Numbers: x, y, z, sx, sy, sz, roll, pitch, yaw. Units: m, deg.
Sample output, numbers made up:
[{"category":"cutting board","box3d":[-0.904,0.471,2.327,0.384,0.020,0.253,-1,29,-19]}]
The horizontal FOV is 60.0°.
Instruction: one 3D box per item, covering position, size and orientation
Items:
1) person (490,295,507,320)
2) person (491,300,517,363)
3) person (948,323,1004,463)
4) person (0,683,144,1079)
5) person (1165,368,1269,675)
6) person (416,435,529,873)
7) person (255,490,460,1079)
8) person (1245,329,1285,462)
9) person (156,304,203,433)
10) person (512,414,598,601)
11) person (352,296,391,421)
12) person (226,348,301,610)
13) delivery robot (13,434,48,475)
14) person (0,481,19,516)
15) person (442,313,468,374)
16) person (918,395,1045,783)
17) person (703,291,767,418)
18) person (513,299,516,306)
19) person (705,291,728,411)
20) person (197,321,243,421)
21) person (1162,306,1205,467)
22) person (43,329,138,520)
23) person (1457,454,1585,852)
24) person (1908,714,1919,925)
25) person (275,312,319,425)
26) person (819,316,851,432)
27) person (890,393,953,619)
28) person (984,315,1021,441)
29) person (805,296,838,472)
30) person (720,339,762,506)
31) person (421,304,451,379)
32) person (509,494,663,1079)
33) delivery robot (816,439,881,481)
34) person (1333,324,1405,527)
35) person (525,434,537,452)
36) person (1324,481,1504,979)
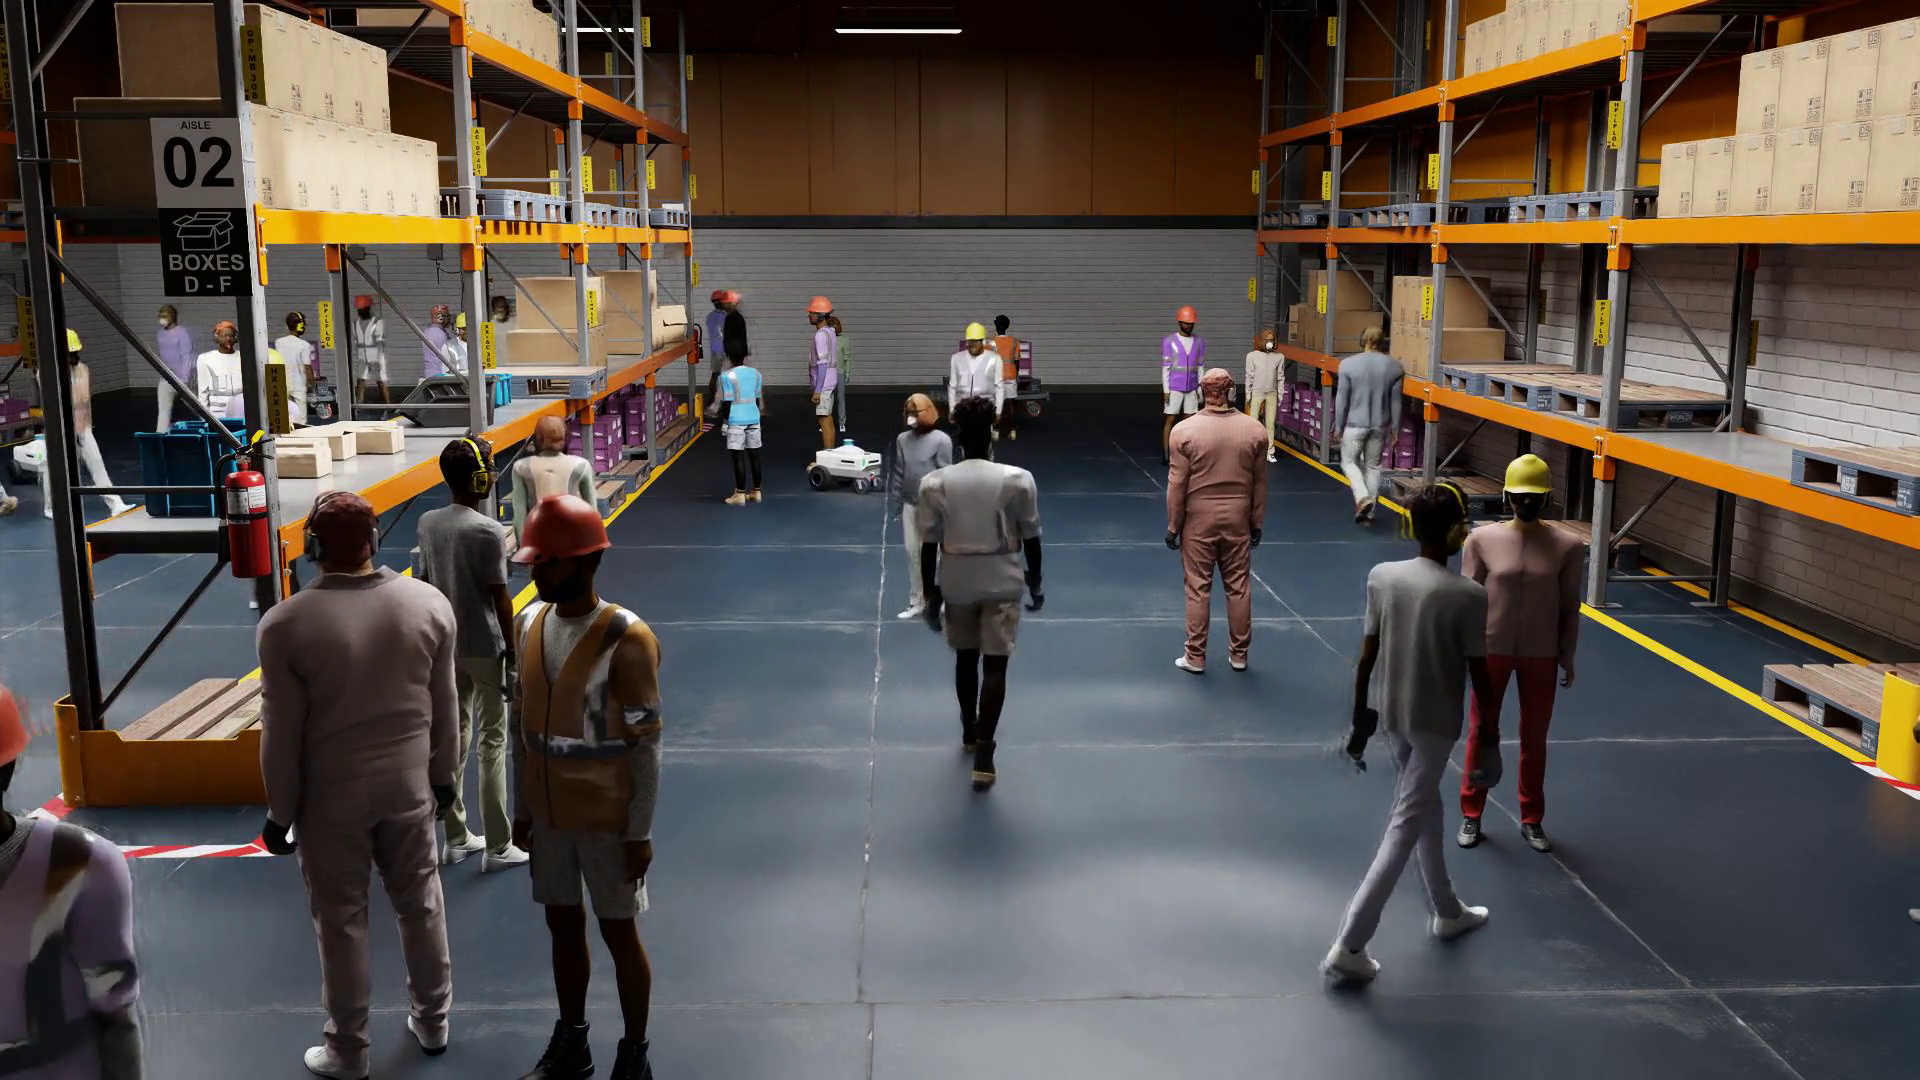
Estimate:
[{"category":"person","box3d":[-7.191,-2.902,26.067,0.430,1.845,0.621,-3,11,-16]},{"category":"person","box3d":[-6.353,-2.391,23.129,0.682,1.882,1.022,0,10,1]},{"category":"person","box3d":[0.164,-1.445,18.035,0.598,1.819,0.419,2,10,13]},{"category":"person","box3d":[-1.899,1.145,3.354,0.546,1.912,0.785,-1,10,-6]},{"category":"person","box3d":[1.581,-0.113,10.365,0.644,1.903,0.399,-2,10,-9]},{"category":"person","box3d":[-2.066,0.487,7.109,0.532,1.871,0.321,6,12,28]},{"category":"person","box3d":[-1.929,0.786,5.350,0.652,1.904,0.405,-10,14,-43]},{"category":"person","box3d":[3.707,-1.748,20.247,0.496,1.629,0.277,-1,10,-7]},{"category":"person","box3d":[-10.088,-2.098,21.498,0.643,1.886,1.075,5,11,27]},{"category":"person","box3d":[-2.559,0.003,10.560,0.530,1.599,0.848,-2,10,-12]},{"category":"person","box3d":[-8.767,-2.658,24.587,0.555,1.873,1.022,2,10,12]},{"category":"person","box3d":[-5.008,-0.433,12.108,0.587,1.919,0.386,2,10,12]},{"category":"delivery robot","box3d":[-10.150,-0.925,18.375,0.707,0.478,0.477,8,13,38]},{"category":"person","box3d":[-9.463,-1.055,15.897,0.633,1.785,0.973,0,10,0]},{"category":"person","box3d":[-5.942,-1.829,20.113,0.601,1.830,0.404,-6,12,-29]},{"category":"person","box3d":[0.106,0.224,8.429,0.613,1.927,0.933,3,10,14]},{"category":"person","box3d":[-3.447,-2.821,25.371,1.072,1.936,0.638,-6,12,-30]},{"category":"person","box3d":[-6.237,-2.570,23.899,0.942,1.948,0.613,-9,14,-42]},{"category":"person","box3d":[-3.783,-2.982,26.391,0.376,1.896,0.664,-9,14,-42]},{"category":"person","box3d":[-7.368,-1.260,16.803,0.575,1.885,0.355,-7,13,-36]},{"category":"person","box3d":[2.675,-1.827,19.859,0.547,1.927,0.410,-3,11,-16]},{"category":"person","box3d":[-8.431,-1.082,15.874,1.046,1.853,0.594,3,11,16]},{"category":"person","box3d":[2.453,0.500,7.331,0.523,1.769,0.309,2,10,10]},{"category":"person","box3d":[3.953,0.668,6.390,0.534,1.767,0.317,1,10,6]},{"category":"person","box3d":[-7.812,-1.750,19.595,0.549,1.861,0.349,4,11,21]},{"category":"person","box3d":[-1.791,-2.343,23.534,0.499,1.633,0.286,1,10,5]},{"category":"person","box3d":[-0.269,-0.237,11.844,0.511,1.621,0.360,9,13,40]},{"category":"person","box3d":[0.568,-2.191,22.511,0.539,1.695,0.319,-4,11,-20]},{"category":"person","box3d":[-1.618,-1.807,19.398,0.366,2.048,0.610,1,10,5]},{"category":"person","box3d":[-2.234,-1.201,16.987,0.322,1.699,0.536,8,13,38]},{"category":"person","box3d":[-6.431,-1.967,20.677,0.399,1.909,0.642,-7,12,-34]},{"category":"person","box3d":[-1.166,0.817,5.080,0.552,1.937,0.356,6,12,29]},{"category":"delivery robot","box3d":[-1.201,-0.842,17.917,0.707,0.478,0.477,7,12,34]},{"category":"person","box3d":[3.833,-1.052,15.535,0.643,1.921,0.531,-1,10,-5]},{"category":"person","box3d":[-5.386,-2.043,21.316,0.626,1.836,0.428,-6,12,-31]},{"category":"person","box3d":[1.685,0.695,6.135,0.963,1.824,0.570,-7,12,-35]}]
